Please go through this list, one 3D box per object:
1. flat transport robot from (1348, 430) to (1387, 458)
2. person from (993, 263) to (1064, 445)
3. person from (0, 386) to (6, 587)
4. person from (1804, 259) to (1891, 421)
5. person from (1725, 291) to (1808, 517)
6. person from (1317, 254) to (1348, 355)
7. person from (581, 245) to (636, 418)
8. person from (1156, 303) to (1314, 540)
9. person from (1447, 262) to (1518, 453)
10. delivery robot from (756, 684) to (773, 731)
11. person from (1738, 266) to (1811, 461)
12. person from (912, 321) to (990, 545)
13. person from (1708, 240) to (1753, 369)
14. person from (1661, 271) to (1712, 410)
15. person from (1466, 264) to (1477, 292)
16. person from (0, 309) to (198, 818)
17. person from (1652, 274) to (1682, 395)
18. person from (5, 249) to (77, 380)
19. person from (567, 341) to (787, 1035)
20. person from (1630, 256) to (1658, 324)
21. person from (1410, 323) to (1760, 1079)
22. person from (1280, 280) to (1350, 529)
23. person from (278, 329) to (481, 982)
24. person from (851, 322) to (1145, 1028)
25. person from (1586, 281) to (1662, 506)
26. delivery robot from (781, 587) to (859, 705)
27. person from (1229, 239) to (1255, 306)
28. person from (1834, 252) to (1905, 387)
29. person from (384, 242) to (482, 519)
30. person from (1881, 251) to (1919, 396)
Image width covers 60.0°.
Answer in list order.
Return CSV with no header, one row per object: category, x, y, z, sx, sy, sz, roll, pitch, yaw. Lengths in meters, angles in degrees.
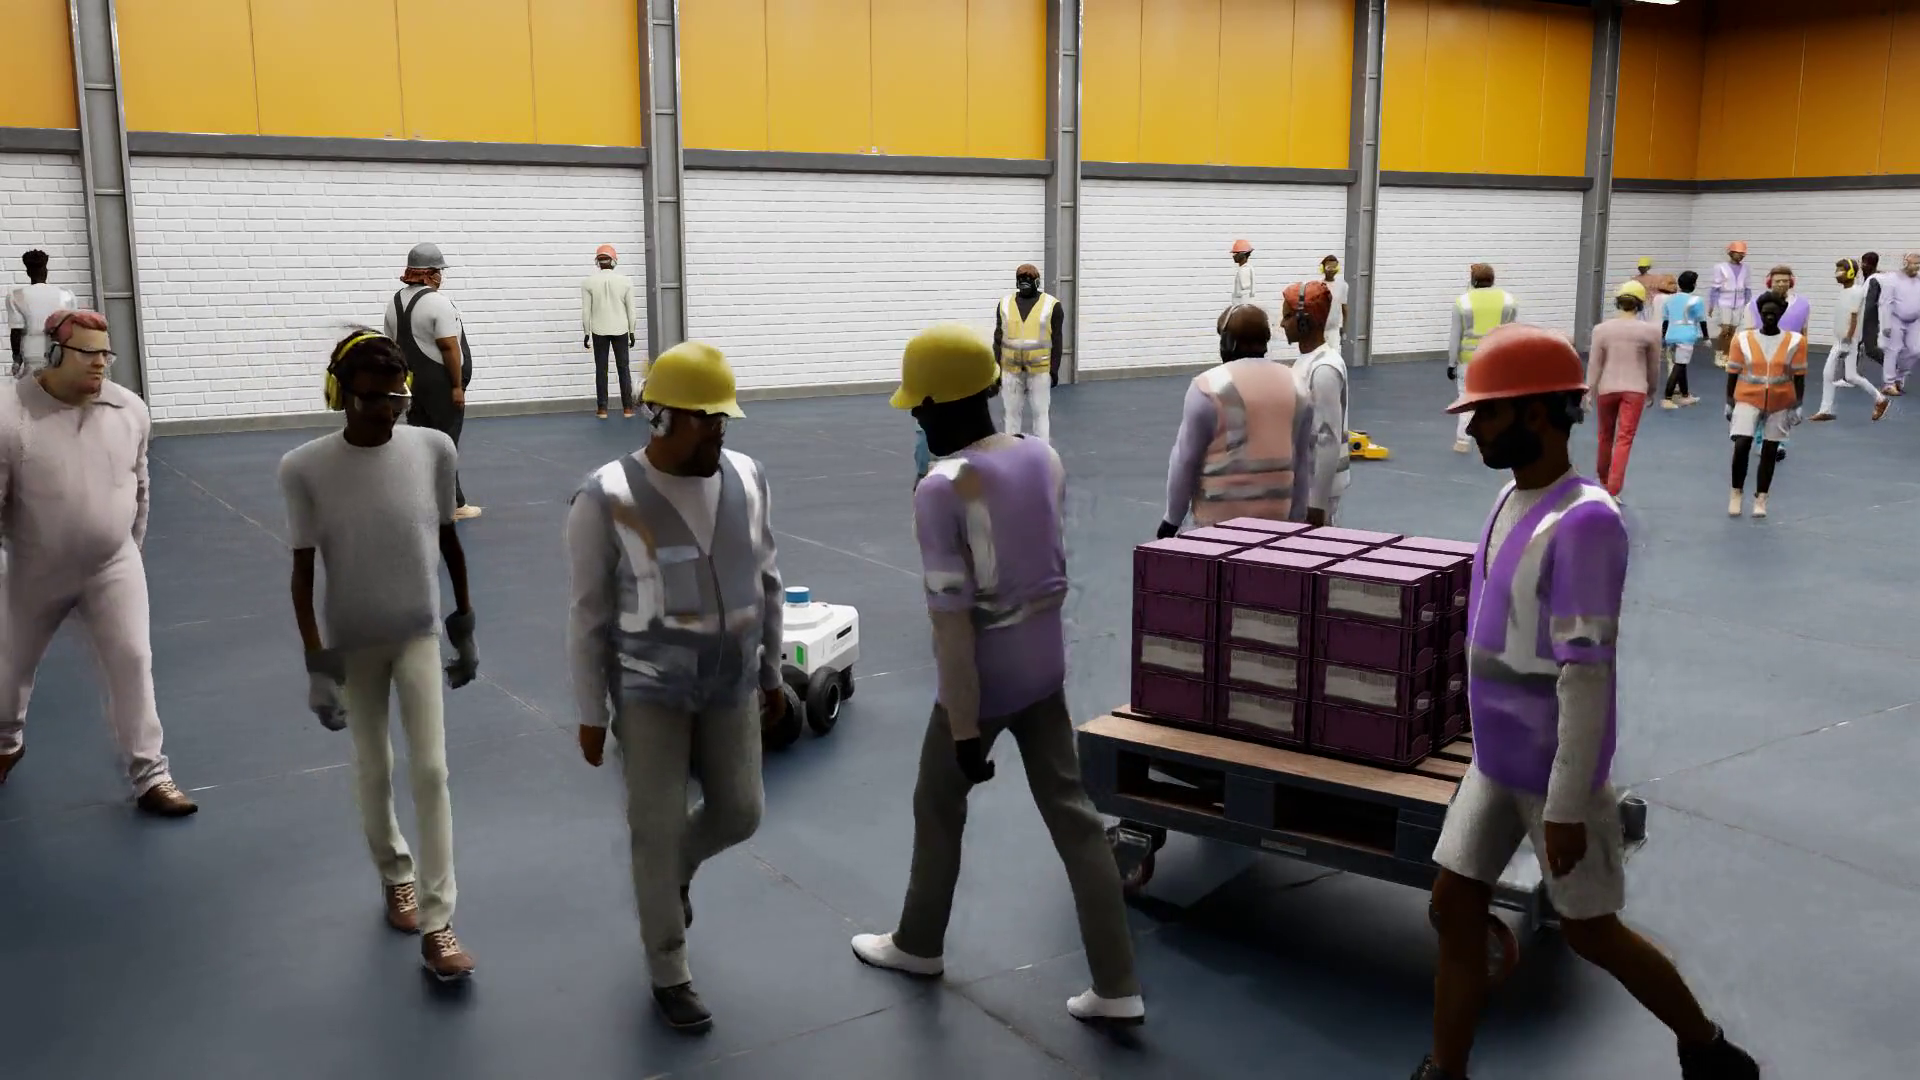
flat transport robot,3.226,-0.905,15.690,1.431,0.197,0.652,-1,10,-8
person,0.592,-1.516,14.733,0.626,1.844,0.429,3,11,14
person,-4.922,-0.232,8.309,0.501,1.617,0.489,-8,13,-39
person,10.032,-2.229,18.662,0.801,1.840,0.522,0,10,1
person,5.919,-0.984,12.235,0.546,1.676,0.515,4,11,20
person,4.523,-2.580,20.510,0.501,1.853,0.641,1,10,8
person,-4.042,-2.398,19.173,0.612,1.984,0.401,-2,11,-13
person,1.234,-0.099,7.086,0.623,1.808,0.893,-7,12,-32
person,4.988,-1.728,15.935,0.634,1.850,0.436,1,10,5
delivery robot,-1.062,0.533,6.769,0.707,0.478,0.477,9,14,41
person,7.574,-1.636,15.500,0.582,1.791,0.964,4,11,22
person,-0.022,-0.357,8.944,0.535,1.625,0.415,-10,14,-44
person,12.125,-3.690,26.138,0.654,2.024,0.483,0,10,-2
person,8.778,-2.394,20.027,0.815,1.660,0.540,-4,11,-22
person,8.556,-3.748,27.529,0.315,1.637,0.514,-4,11,-22
person,-3.292,0.077,6.056,1.061,1.838,0.684,9,14,40
person,9.172,-2.678,21.777,0.833,1.593,0.510,-2,10,-9
person,-8.453,-1.697,15.384,0.609,1.963,0.368,-9,14,-41
person,-0.783,0.368,4.501,0.615,1.814,0.602,-8,13,-36
person,12.086,-4.127,29.336,0.741,1.742,0.529,-9,13,-39
person,1.365,0.467,3.721,0.917,1.902,0.584,0,10,-3
person,1.580,-0.227,7.556,0.360,1.881,0.574,1,10,3
person,-1.596,0.322,4.712,0.534,1.813,0.878,-5,12,-27
person,0.110,0.364,4.386,0.968,1.868,0.611,10,14,44
person,5.212,-1.153,13.035,0.516,1.723,0.872,7,12,33
delivery robot,-0.702,0.447,7.239,0.477,0.478,0.707,3,11,17
person,3.980,-3.224,23.543,0.397,2.043,0.609,3,11,14
person,12.567,-3.019,22.867,0.887,1.879,0.581,4,11,22
person,-3.874,-1.174,12.306,0.684,2.000,0.538,7,12,33
person,12.340,-2.821,21.759,0.641,1.887,0.421,-1,10,-7
